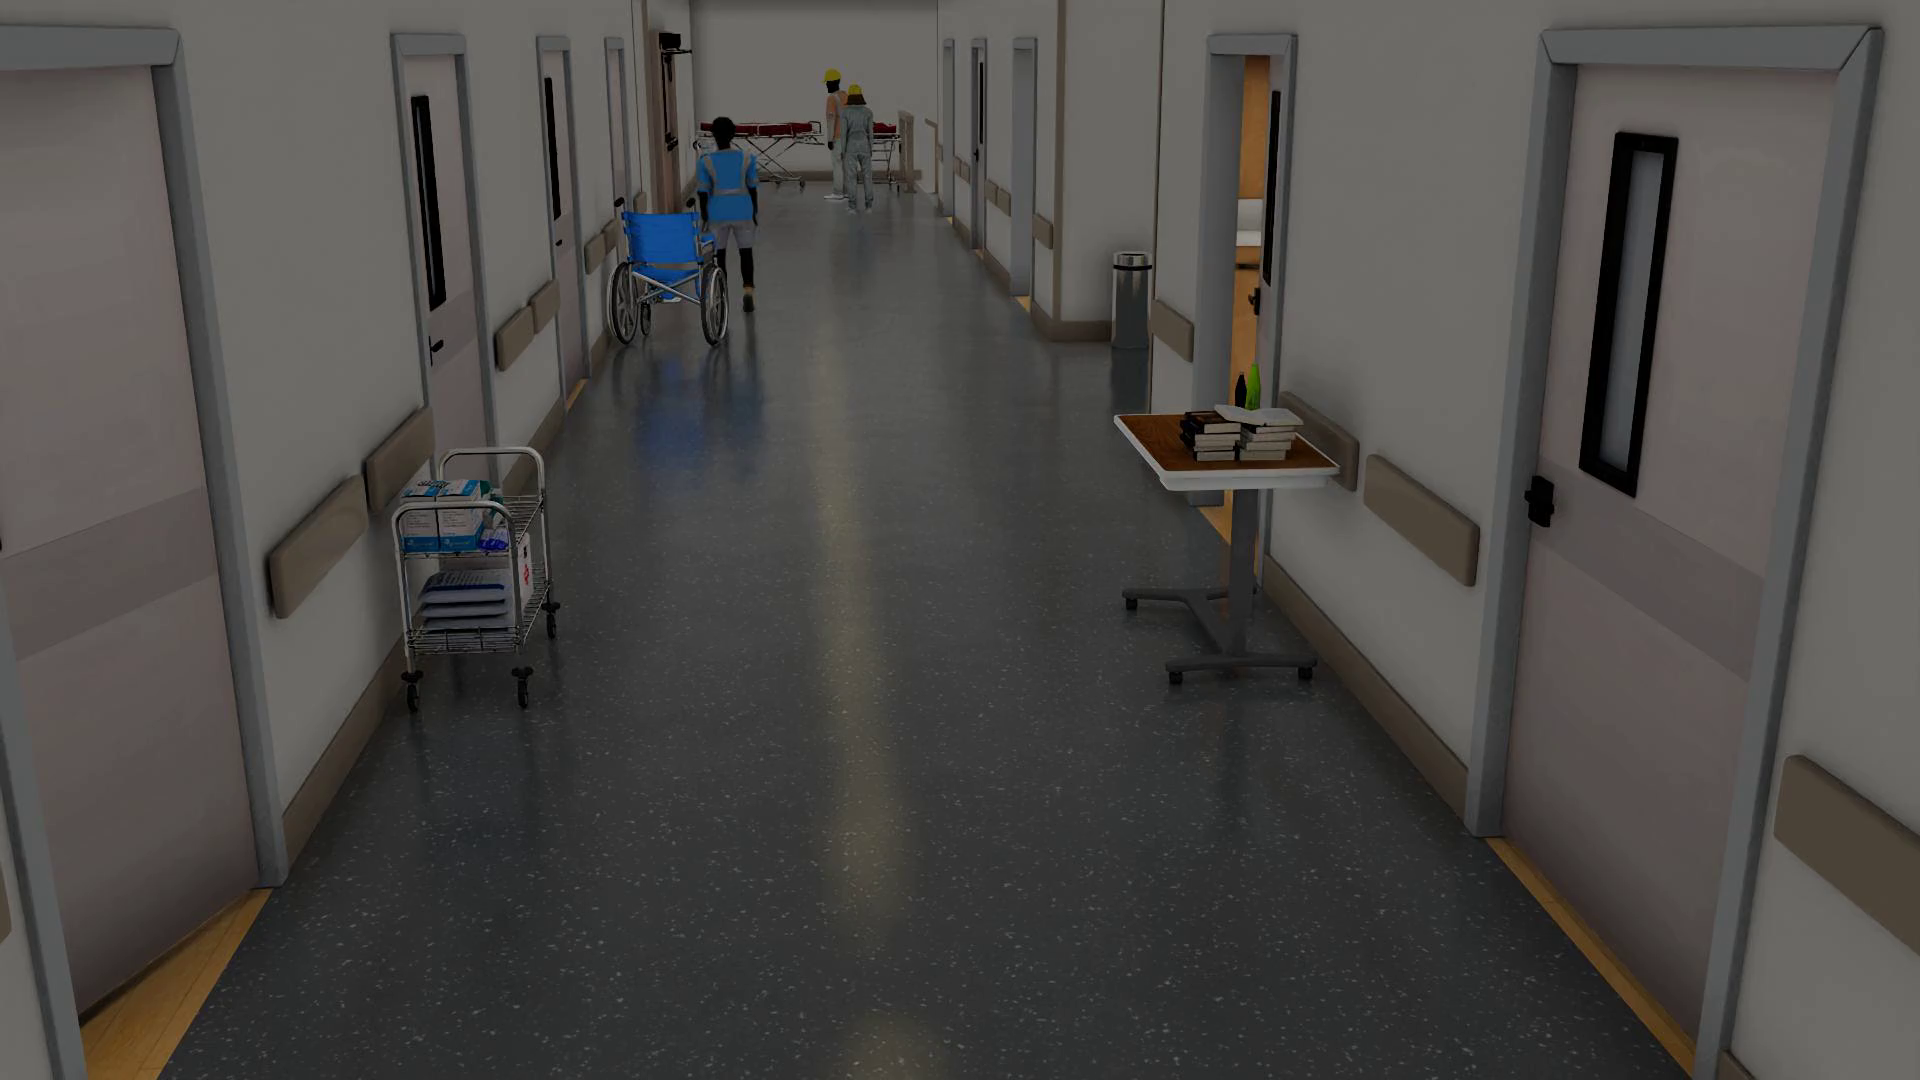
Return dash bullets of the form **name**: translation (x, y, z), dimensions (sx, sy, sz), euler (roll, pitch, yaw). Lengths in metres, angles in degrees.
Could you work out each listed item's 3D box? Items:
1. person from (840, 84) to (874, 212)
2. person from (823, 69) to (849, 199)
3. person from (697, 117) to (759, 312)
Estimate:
- **person**: translation (-1.446, -5.466, 23.233), dimensions (0.487, 1.741, 0.313), euler (-6, 18, -18)
- **person**: translation (-1.866, -6.108, 25.080), dimensions (0.393, 1.918, 0.585), euler (7, 18, 21)
- **person**: translation (-2.019, -2.831, 14.518), dimensions (0.557, 1.692, 0.521), euler (-4, 17, -13)
